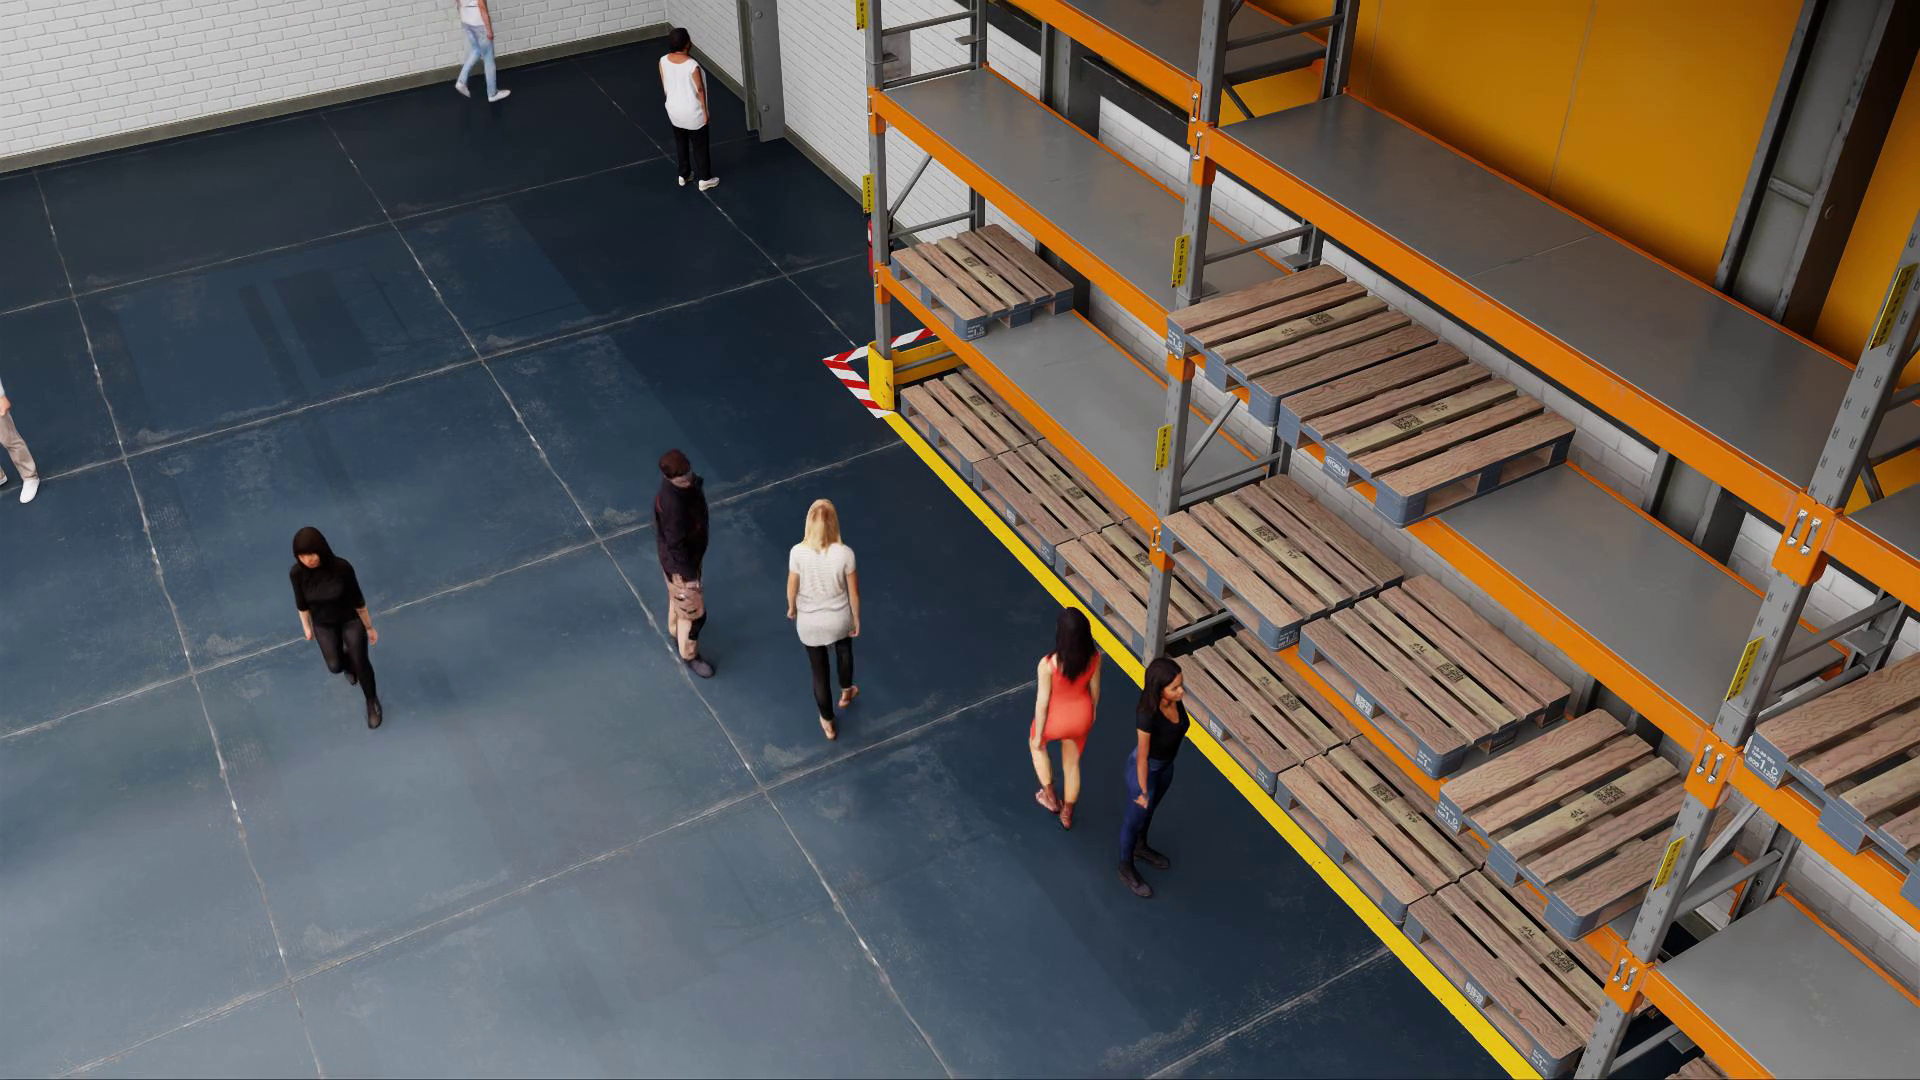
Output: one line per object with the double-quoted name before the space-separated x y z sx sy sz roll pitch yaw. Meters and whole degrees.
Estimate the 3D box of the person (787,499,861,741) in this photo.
"person" -0.858 0.581 10.654 0.776 1.808 0.852 -5 39 -6

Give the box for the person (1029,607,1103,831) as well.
"person" 0.664 1.148 10.025 0.662 1.706 0.643 -13 40 -16

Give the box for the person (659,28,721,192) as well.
"person" -2.777 -4.423 17.016 0.715 1.688 0.819 19 42 23

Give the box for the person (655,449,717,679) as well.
"person" -1.894 0.083 11.211 1.043 1.891 0.834 -8 39 -10

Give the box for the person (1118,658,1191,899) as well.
"person" 1.111 1.349 9.747 0.670 1.739 0.653 22 44 25

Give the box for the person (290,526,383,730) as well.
"person" -4.073 0.492 10.913 0.739 1.623 0.868 -10 40 -12

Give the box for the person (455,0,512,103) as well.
"person" -5.474 -5.742 18.546 0.925 1.838 0.915 26 45 29
